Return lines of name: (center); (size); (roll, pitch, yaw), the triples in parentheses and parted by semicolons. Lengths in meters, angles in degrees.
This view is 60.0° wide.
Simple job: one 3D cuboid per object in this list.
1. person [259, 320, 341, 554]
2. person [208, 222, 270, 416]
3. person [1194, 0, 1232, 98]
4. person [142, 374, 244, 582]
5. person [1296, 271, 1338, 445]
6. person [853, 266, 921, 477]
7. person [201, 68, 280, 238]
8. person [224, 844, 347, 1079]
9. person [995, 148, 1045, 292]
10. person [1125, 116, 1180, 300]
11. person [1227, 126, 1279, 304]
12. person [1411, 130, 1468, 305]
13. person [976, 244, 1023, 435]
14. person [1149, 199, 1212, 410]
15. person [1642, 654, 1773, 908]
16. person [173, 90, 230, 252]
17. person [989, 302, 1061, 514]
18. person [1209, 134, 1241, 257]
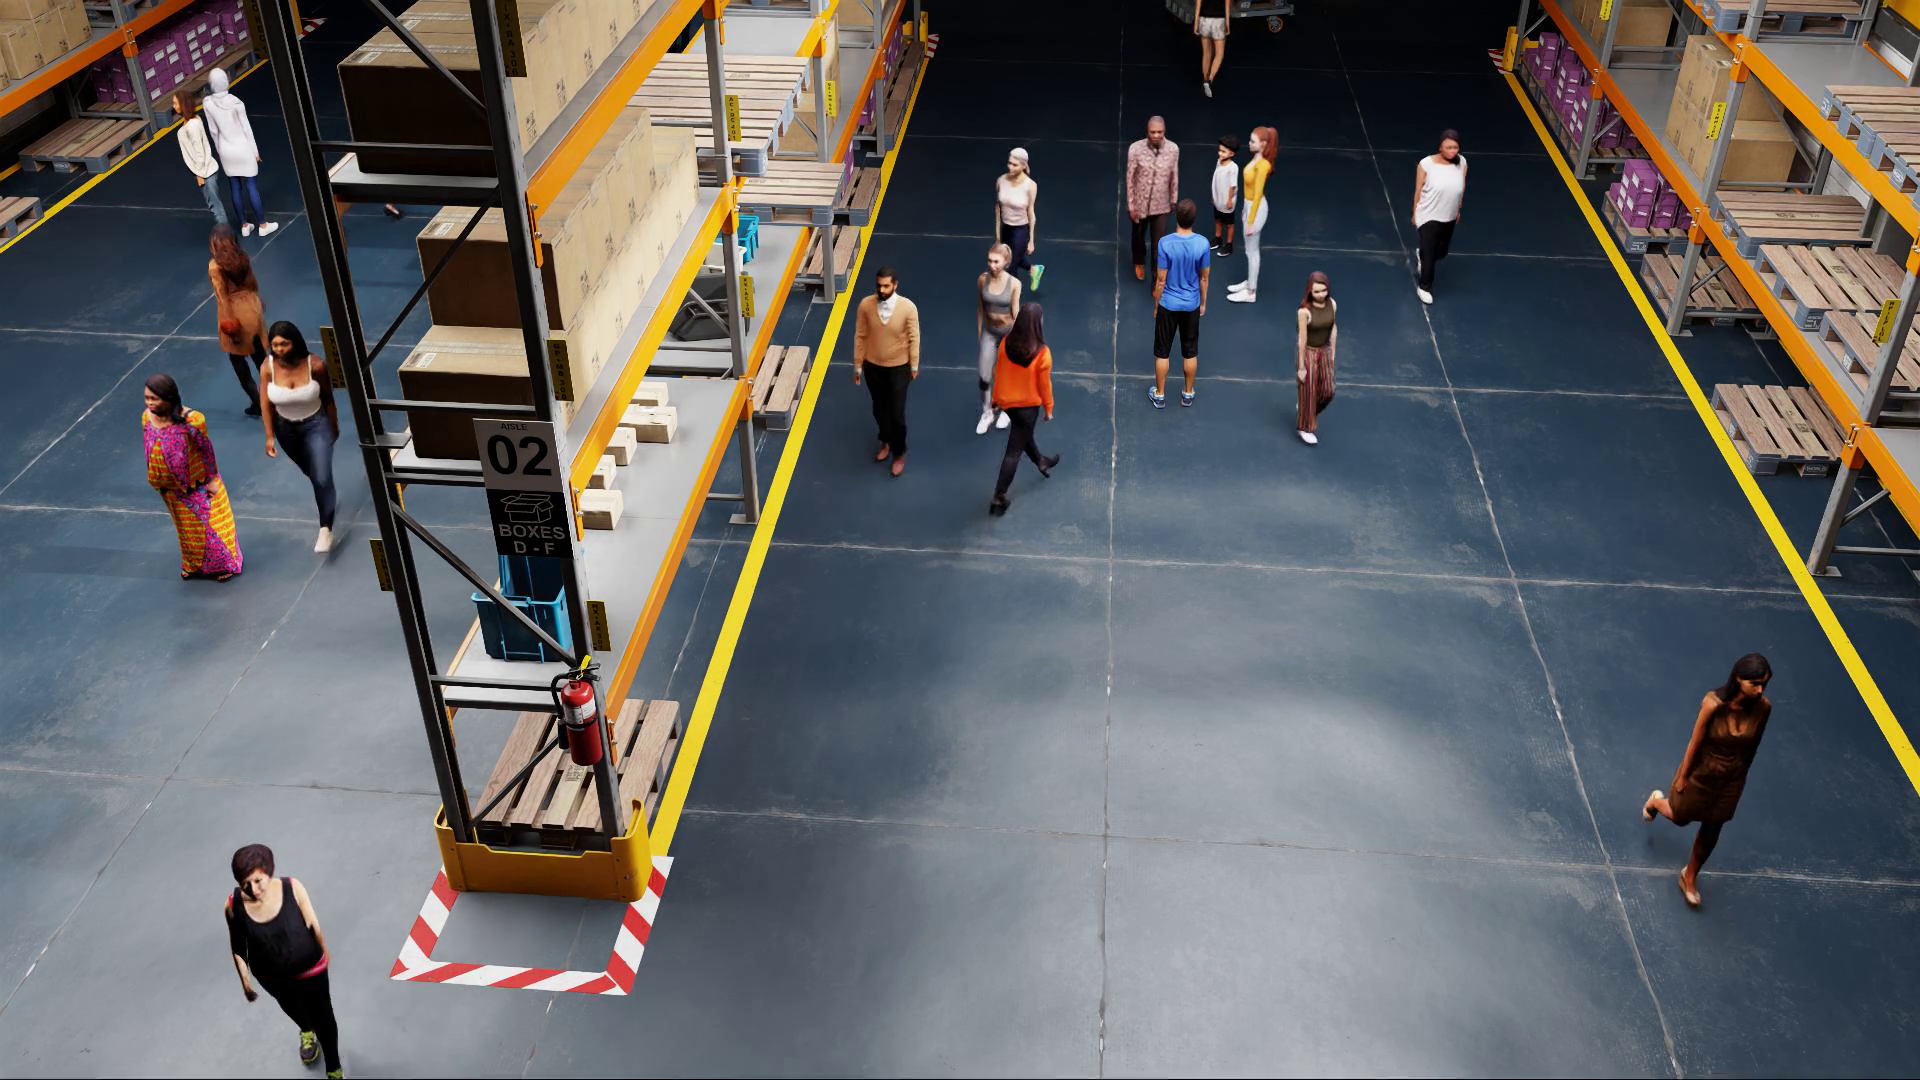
person: (-4.941, -0.863, 12.565); (0.798, 1.762, 1.247); (-3, 34, -5)
person: (-6.023, -1.820, 14.068); (0.905, 1.691, 0.800); (10, 35, 15)
person: (3.180, -6.471, 20.937); (0.721, 1.833, 0.972); (9, 35, 13)
person: (-5.603, -0.466, 12.040); (0.656, 1.682, 0.658); (5, 34, 8)
person: (2.880, -1.547, 13.792); (0.695, 1.543, 0.783); (-14, 36, -19)
person: (-0.568, -1.435, 13.450); (0.729, 1.735, 0.794); (9, 35, 13)
person: (-7.535, -4.027, 17.313); (0.602, 1.775, 0.511); (3, 34, 5)
person: (-3.389, 2.060, 8.378); (0.736, 1.529, 0.891); (-10, 35, -15)
person: (0.584, -2.918, 15.731); (0.963, 1.679, 1.139); (24, 40, 31)
person: (1.838, -3.294, 16.227); (0.704, 1.756, 1.191); (1, 34, 1)
person: (2.848, -3.147, 16.013); (0.647, 1.748, 0.501); (1, 34, 2)
person: (4.625, -3.185, 16.139); (0.814, 1.672, 0.982); (-7, 34, -10)
person: (0.369, -1.727, 13.932); (0.654, 1.687, 0.734); (9, 35, 14)
person: (1.870, -2.003, 14.183); (0.641, 1.869, 0.595); (-2, 34, -3)
person: (4.213, 1.283, 9.415); (0.637, 1.675, 0.917); (-1, 34, -2)
person: (-7.747, -3.792, 17.045); (0.761, 1.681, 0.640); (-14, 36, -20)
person: (0.408, -0.970, 12.781); (1.053, 1.701, 1.185); (26, 42, 34)
person: (2.725, -3.552, 17.068); (0.620, 1.256, 0.546); (-19, 38, -27)
